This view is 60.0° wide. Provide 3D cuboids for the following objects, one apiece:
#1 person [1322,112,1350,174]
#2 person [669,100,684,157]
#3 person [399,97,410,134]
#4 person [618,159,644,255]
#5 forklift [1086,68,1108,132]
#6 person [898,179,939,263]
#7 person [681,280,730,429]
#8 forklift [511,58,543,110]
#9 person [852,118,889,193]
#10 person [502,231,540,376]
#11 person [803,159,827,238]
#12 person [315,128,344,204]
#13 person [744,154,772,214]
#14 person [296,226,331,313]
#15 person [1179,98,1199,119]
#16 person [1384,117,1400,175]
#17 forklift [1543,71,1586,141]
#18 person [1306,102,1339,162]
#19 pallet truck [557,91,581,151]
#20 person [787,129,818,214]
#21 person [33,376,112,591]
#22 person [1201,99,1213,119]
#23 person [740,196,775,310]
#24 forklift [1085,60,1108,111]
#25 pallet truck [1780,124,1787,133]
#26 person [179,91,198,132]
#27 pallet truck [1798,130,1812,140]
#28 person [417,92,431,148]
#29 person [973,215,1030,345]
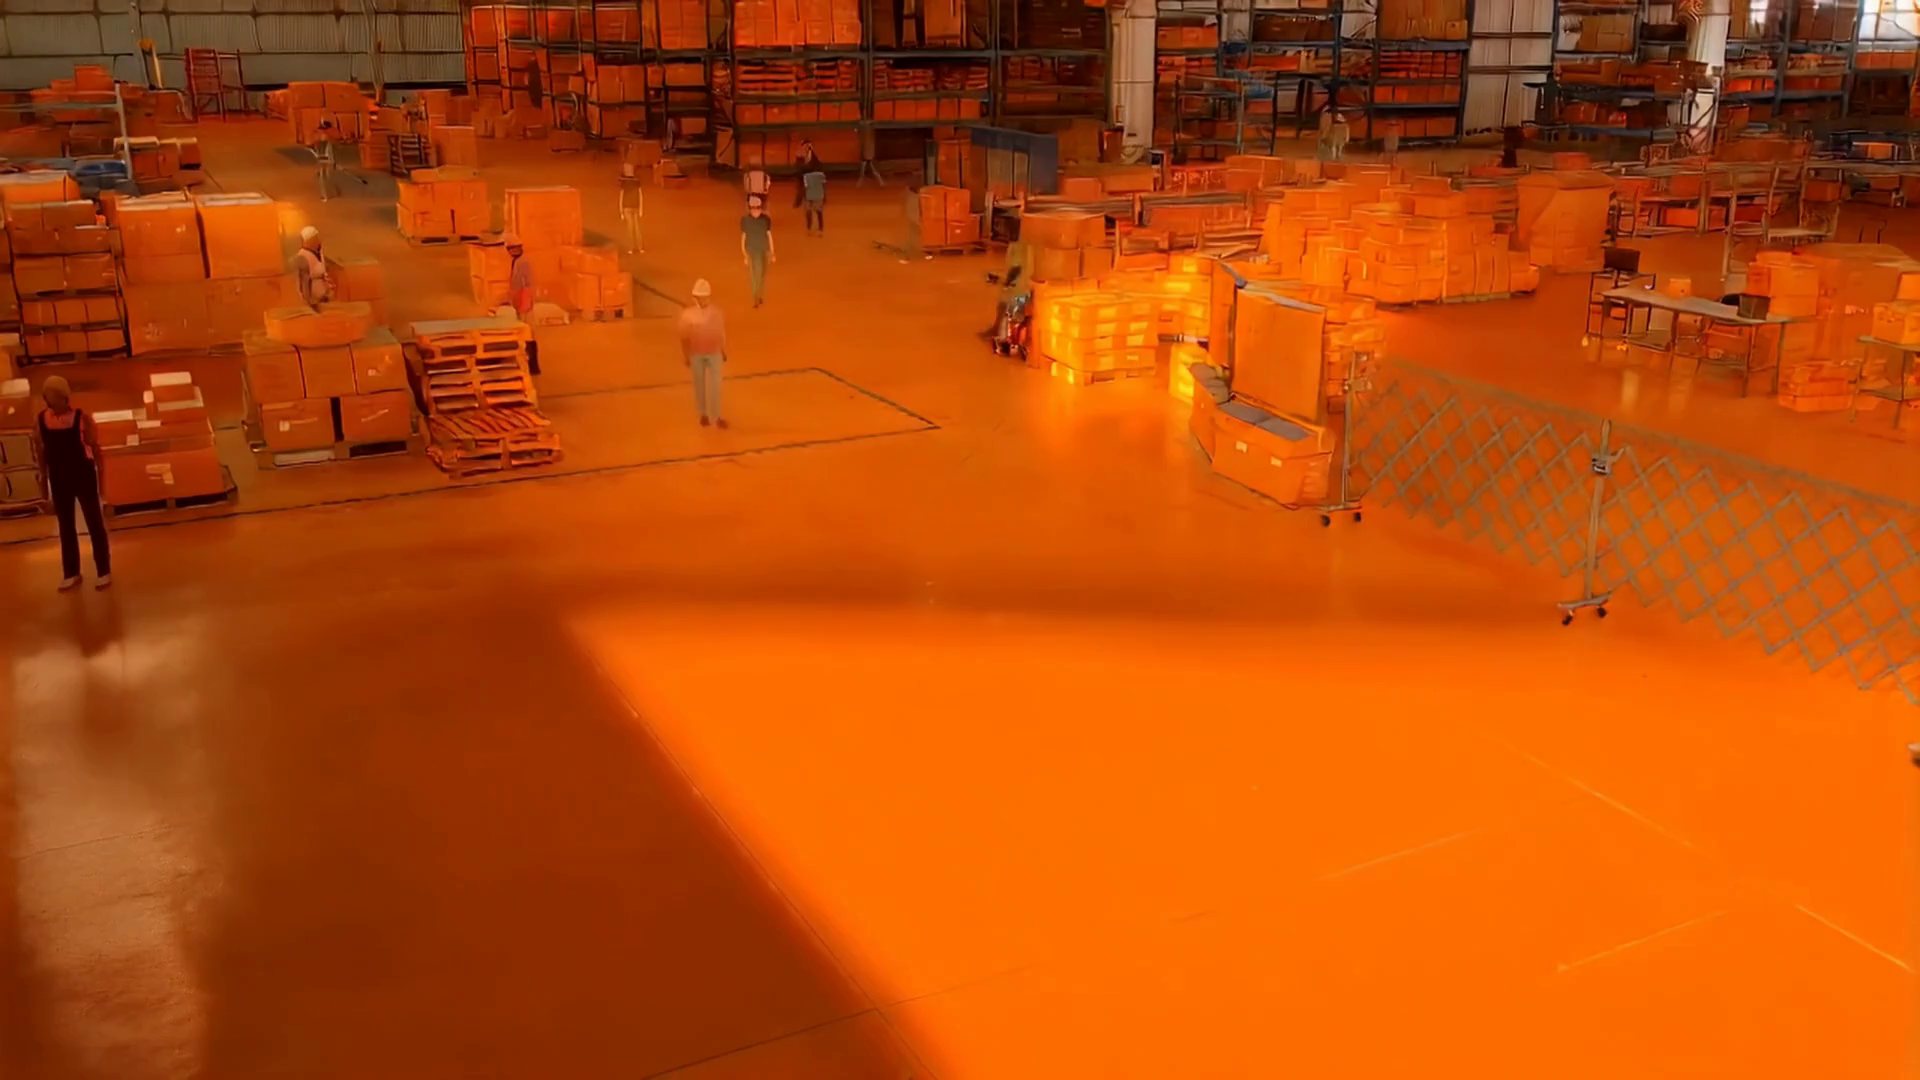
[{"bbox_3d":[11.006,-11.560,48.603,0.821,1.801,0.621,-12,22,-34],"label":"person"},{"bbox_3d":[-9.312,-13.475,54.539,0.433,1.827,0.650,-8,19,-23],"label":"person"},{"bbox_3d":[-20.032,-15.133,60.012,0.306,1.640,0.523,-7,19,-21],"label":"person"},{"bbox_3d":[-6.542,-6.607,33.059,0.519,1.874,0.326,-10,20,-27],"label":"person"},{"bbox_3d":[4.533,-14.169,55.007,1.873,2.768,1.129,-9,20,-26],"label":"forklift"},{"bbox_3d":[-0.817,-6.129,32.009,0.847,1.586,0.519,-1,18,-3],"label":"person"},{"bbox_3d":[-2.948,-2.143,19.344,0.552,1.730,0.798,-7,19,-20],"label":"person"},{"bbox_3d":[-16.728,-17.565,65.595,1.873,2.768,1.129,-9,20,-26],"label":"forklift"},{"bbox_3d":[-2.353,-10.158,43.994,0.951,1.966,0.607,0,18,0],"label":"person"},{"bbox_3d":[-5.850,-3.146,22.180,0.375,1.927,0.543,-7,19,-22],"label":"person"},{"bbox_3d":[-3.121,-7.351,35.720,0.552,1.644,0.872,-7,19,-20],"label":"person"},{"bbox_3d":[-15.886,-9.402,41.795,0.576,1.867,0.636,7,19,19],"label":"person"},{"bbox_3d":[-4.112,-6.881,33.870,0.575,1.891,0.949,-3,18,-9],"label":"person"},{"bbox_3d":[-8.821,-3.324,22.750,0.392,1.919,0.591,1,18,2],"label":"person"},{"bbox_3d":[8.482,-15.770,61.654,0.643,1.857,0.988,-8,19,-23],"label":"person"},{"bbox_3d":[12.365,-11.229,47.649,0.374,1.757,0.523,-8,19,-22],"label":"person"},{"bbox_3d":[18.685,-13.231,52.085,1.873,2.768,1.129,-9,20,-26],"label":"forklift"},{"bbox_3d":[11.573,-12.881,52.630,1.034,1.882,0.535,3,18,10],"label":"person"},{"bbox_3d":[-13.495,-14.412,57.188,0.823,1.965,1.885,-3,18,-9],"label":"pallet truck"},{"bbox_3d":[-3.729,-8.801,39.625,1.011,2.000,0.716,5,19,16],"label":"person"},{"bbox_3d":[-7.458,-0.479,13.995,0.506,1.846,0.349,-2,18,-7],"label":"person"},{"bbox_3d":[9.044,-15.498,60.600,0.618,2.005,0.999,-13,22,-35],"label":"person"},{"bbox_3d":[-3.326,-4.750,27.340,0.528,1.835,0.939,-3,18,-10],"label":"person"},{"bbox_3d":[5.306,-17.401,65.084,1.129,2.768,1.873,-10,20,-27],"label":"forklift"},{"bbox_3d":[25.206,-12.542,52.601,1.601,1.201,0.680,0,18,-2],"label":"pallet truck"},{"bbox_3d":[-30.228,-16.783,65.207,0.828,1.588,0.628,11,21,30],"label":"person"},{"bbox_3d":[25.526,-11.556,49.408,1.630,1.274,0.653,-9,20,-26],"label":"pallet truck"},{"bbox_3d":[-18.807,-14.744,58.370,0.587,1.911,0.397,14,23,38],"label":"person"},{"bbox_3d":[0.700,-3.723,23.991,1.013,1.906,0.629,-4,18,-12],"label":"person"}]
